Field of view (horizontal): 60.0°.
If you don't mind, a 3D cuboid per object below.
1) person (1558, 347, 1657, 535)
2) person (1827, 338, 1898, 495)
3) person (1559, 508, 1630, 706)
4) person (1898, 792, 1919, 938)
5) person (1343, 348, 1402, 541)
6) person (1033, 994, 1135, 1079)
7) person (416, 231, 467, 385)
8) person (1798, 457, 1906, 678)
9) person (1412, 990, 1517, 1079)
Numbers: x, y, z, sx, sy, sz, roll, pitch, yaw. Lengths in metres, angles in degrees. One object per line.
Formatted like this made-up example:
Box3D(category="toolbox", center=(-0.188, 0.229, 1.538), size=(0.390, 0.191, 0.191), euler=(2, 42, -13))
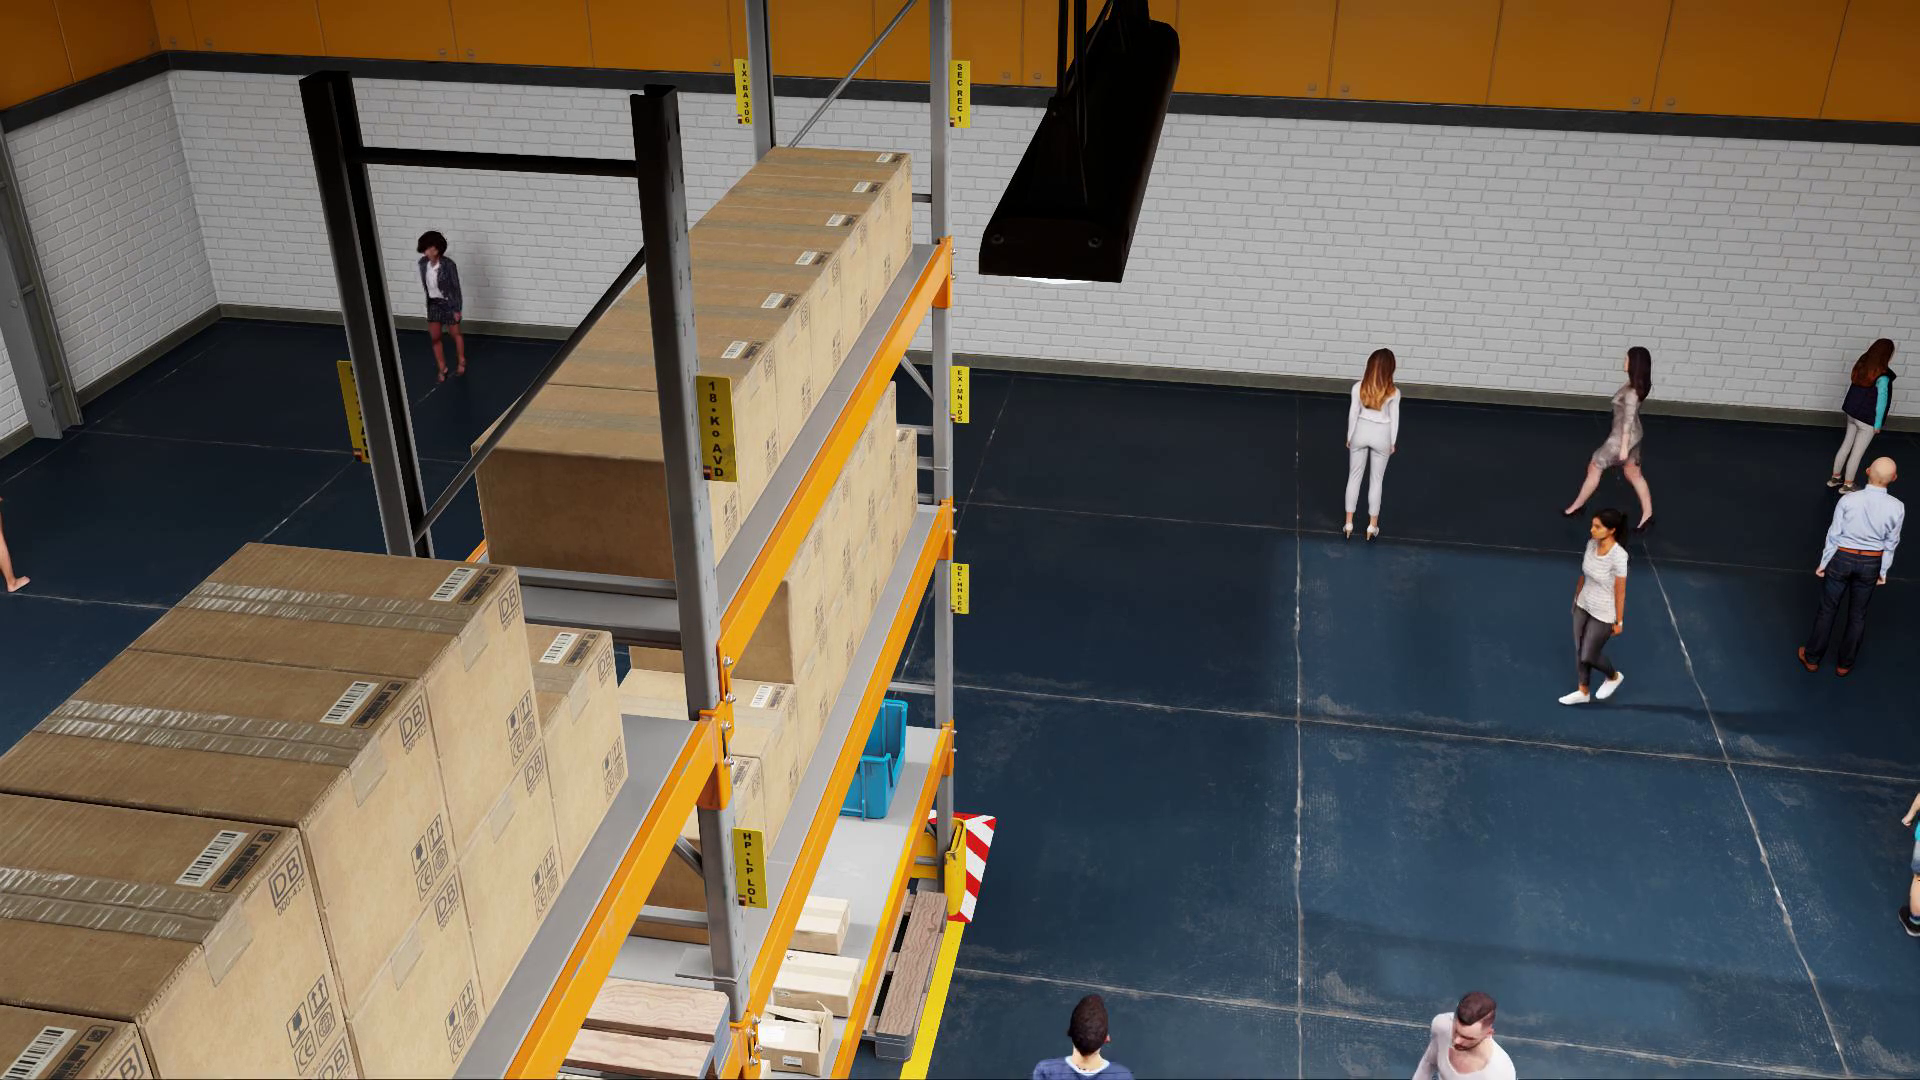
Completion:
Box3D(category="person", center=(5.833, -0.818, 14.392), size=(0.983, 1.705, 1.096), euler=(19, 34, 31))
Box3D(category="person", center=(8.259, -1.144, 15.204), size=(0.710, 1.500, 0.613), euler=(-4, 29, -7))
Box3D(category="person", center=(4.700, 0.502, 12.054), size=(0.797, 1.627, 0.754), euler=(-7, 29, -13))
Box3D(category="person", center=(5.895, 1.773, 9.921), size=(0.546, 1.439, 0.589), euler=(6, 29, 11))
Box3D(category="person", center=(3.538, -0.820, 14.330), size=(0.610, 1.768, 0.577), euler=(10, 30, 17))
Box3D(category="person", center=(0.524, 2.873, 7.491), size=(0.673, 1.835, 0.894), euler=(2, 29, 4))
Box3D(category="person", center=(-5.396, -2.458, 17.447), size=(0.625, 1.659, 0.721), euler=(8, 30, 15))
Box3D(category="person", center=(6.687, 0.198, 12.440), size=(0.675, 1.791, 0.617), euler=(9, 30, 17))
Box3D(category="person", center=(2.394, 2.738, 7.788), size=(1.082, 1.787, 1.194), euler=(-8, 30, -14))
